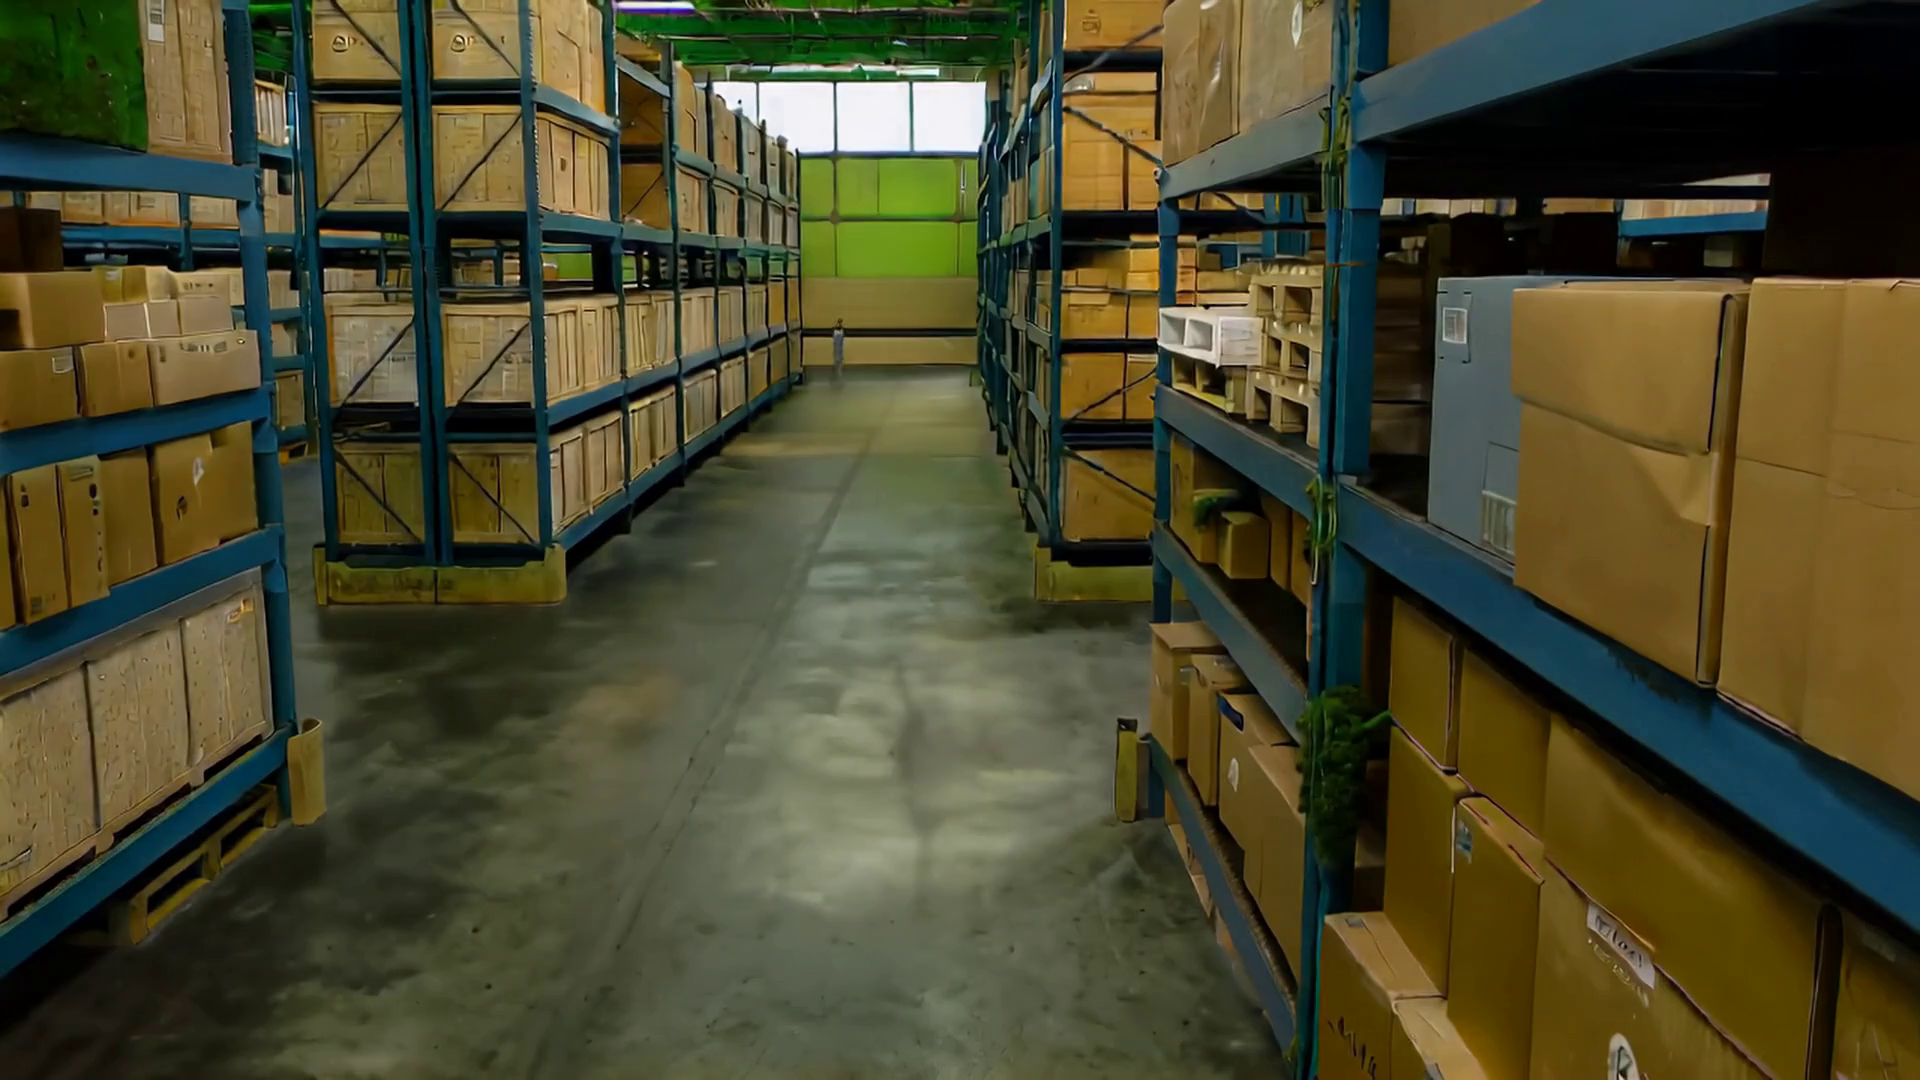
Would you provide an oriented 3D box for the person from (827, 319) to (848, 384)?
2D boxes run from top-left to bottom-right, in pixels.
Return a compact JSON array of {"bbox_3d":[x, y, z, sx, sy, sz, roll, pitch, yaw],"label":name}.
[{"bbox_3d":[-3.233,-4.975,43.879,0.507,1.728,0.505,0,9,1],"label":"person"}]
